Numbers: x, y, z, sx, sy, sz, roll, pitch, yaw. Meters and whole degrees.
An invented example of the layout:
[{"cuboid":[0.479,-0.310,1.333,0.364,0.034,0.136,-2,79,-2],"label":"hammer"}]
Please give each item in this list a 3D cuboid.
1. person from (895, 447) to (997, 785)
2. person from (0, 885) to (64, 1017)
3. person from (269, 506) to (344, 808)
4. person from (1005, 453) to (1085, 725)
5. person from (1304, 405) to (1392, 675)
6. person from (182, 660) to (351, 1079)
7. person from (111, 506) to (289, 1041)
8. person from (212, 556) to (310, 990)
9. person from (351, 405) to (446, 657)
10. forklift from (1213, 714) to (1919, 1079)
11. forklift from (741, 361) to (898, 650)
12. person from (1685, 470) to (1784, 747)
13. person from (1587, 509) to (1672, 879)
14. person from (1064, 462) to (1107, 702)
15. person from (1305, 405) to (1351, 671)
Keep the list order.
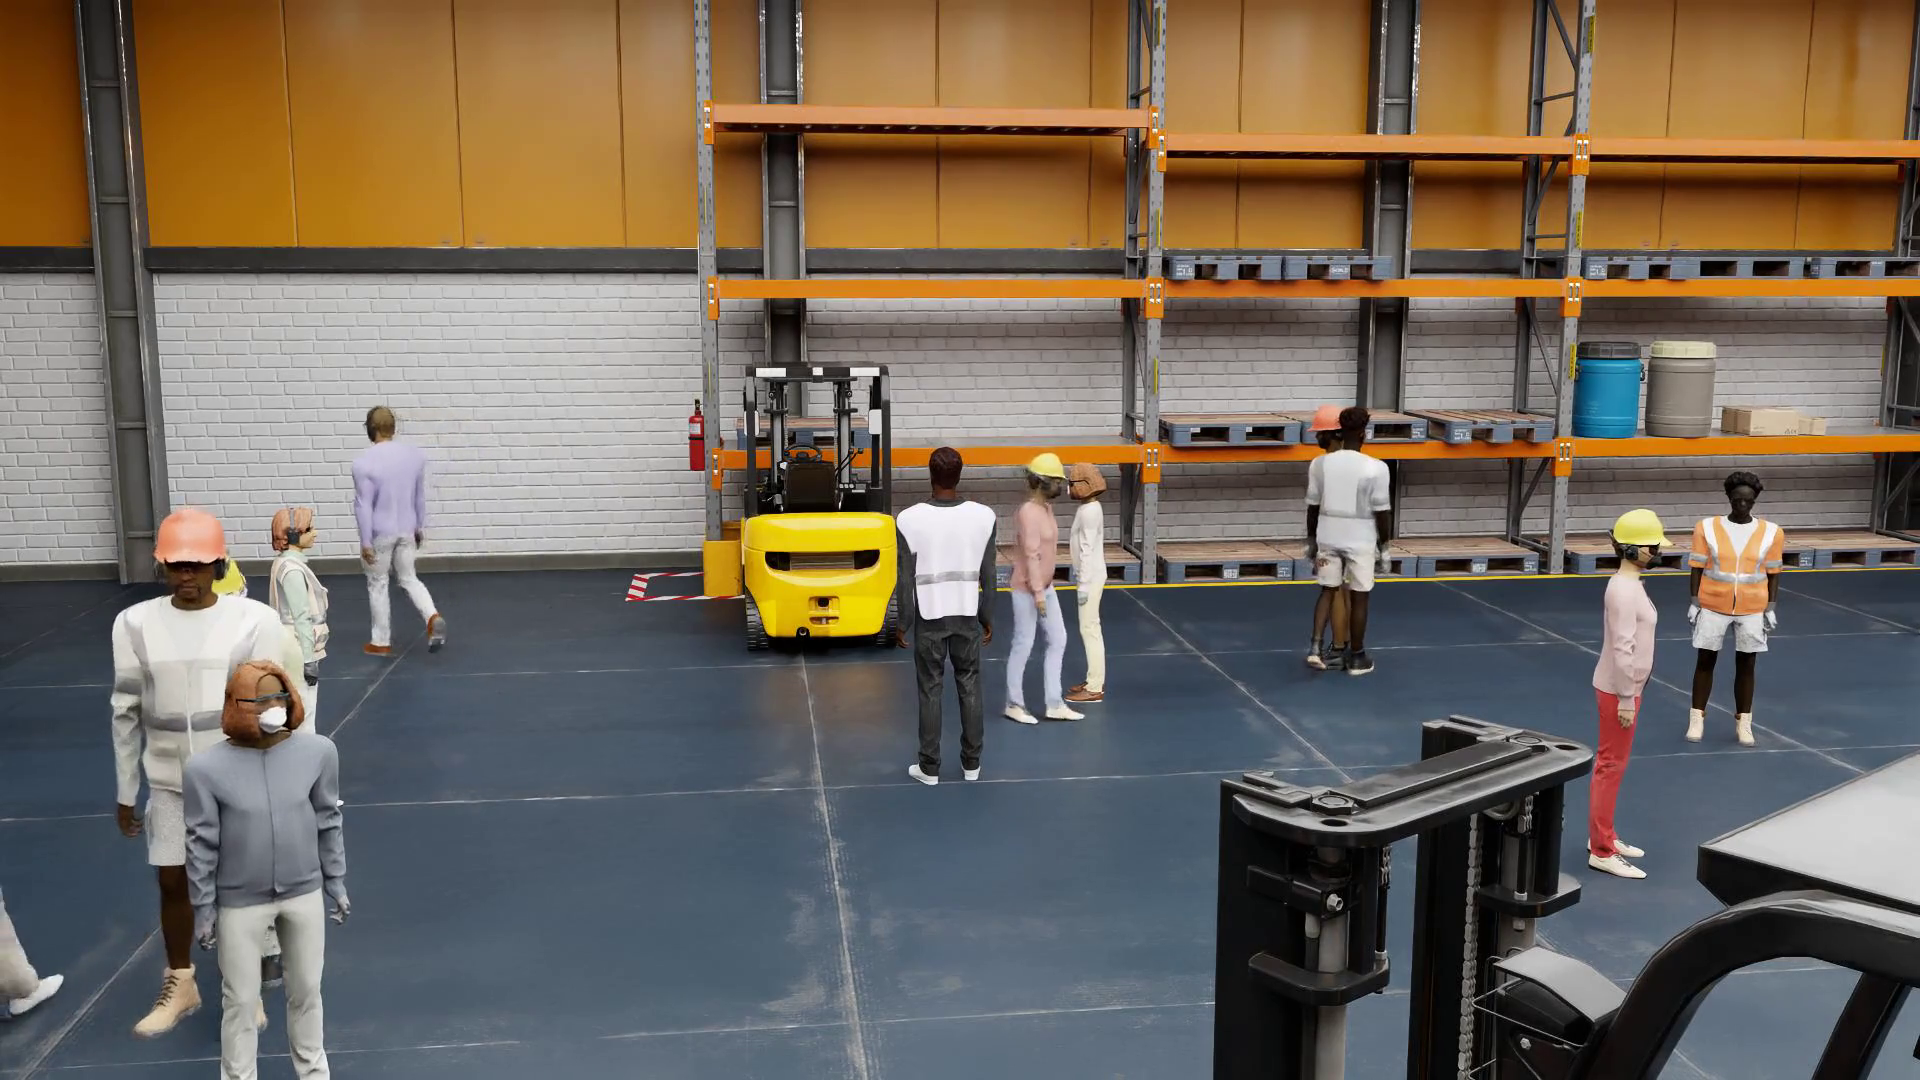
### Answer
[{"cuboid":[-0.076,0.432,9.406,0.592,1.919,0.389,-3,9,-16],"label":"person"},{"cuboid":[-3.788,1.123,6.122,0.523,1.588,0.898,2,9,11],"label":"person"},{"cuboid":[-3.568,0.637,8.995,0.307,1.641,0.513,-5,10,-29],"label":"person"},{"cuboid":[0.508,0.327,10.614,0.497,1.743,0.610,4,10,22],"label":"person"},{"cuboid":[2.776,0.010,11.916,0.637,1.961,0.474,7,11,37],"label":"person"},{"cuboid":[-2.285,1.195,5.517,0.505,1.636,0.279,-7,11,-37],"label":"person"},{"cuboid":[-2.843,0.880,6.249,0.626,2.042,0.393,-2,9,-11],"label":"person"},{"cuboid":[-2.975,0.898,6.862,0.608,1.806,0.639,-2,9,-11],"label":"person"},{"cuboid":[-4.213,-0.049,12.402,0.740,1.923,0.639,7,11,35],"label":"person"},{"cuboid":[1.441,1.425,2.350,1.214,2.155,2.313,-7,12,-39],"label":"forklift"},{"cuboid":[-1.154,-0.340,13.365,1.214,2.155,2.313,-1,9,-7],"label":"forklift"},{"cuboid":[4.730,0.416,10.188,0.532,1.698,0.319,3,10,20],"label":"person"},{"cuboid":[3.222,0.728,8.036,0.311,1.769,0.522,4,10,22],"label":"person"},{"cuboid":[0.854,0.283,11.251,0.280,1.624,0.493,1,9,3],"label":"person"},{"cuboid":[2.700,-0.016,12.146,0.373,1.933,0.549,4,10,22],"label":"person"}]
